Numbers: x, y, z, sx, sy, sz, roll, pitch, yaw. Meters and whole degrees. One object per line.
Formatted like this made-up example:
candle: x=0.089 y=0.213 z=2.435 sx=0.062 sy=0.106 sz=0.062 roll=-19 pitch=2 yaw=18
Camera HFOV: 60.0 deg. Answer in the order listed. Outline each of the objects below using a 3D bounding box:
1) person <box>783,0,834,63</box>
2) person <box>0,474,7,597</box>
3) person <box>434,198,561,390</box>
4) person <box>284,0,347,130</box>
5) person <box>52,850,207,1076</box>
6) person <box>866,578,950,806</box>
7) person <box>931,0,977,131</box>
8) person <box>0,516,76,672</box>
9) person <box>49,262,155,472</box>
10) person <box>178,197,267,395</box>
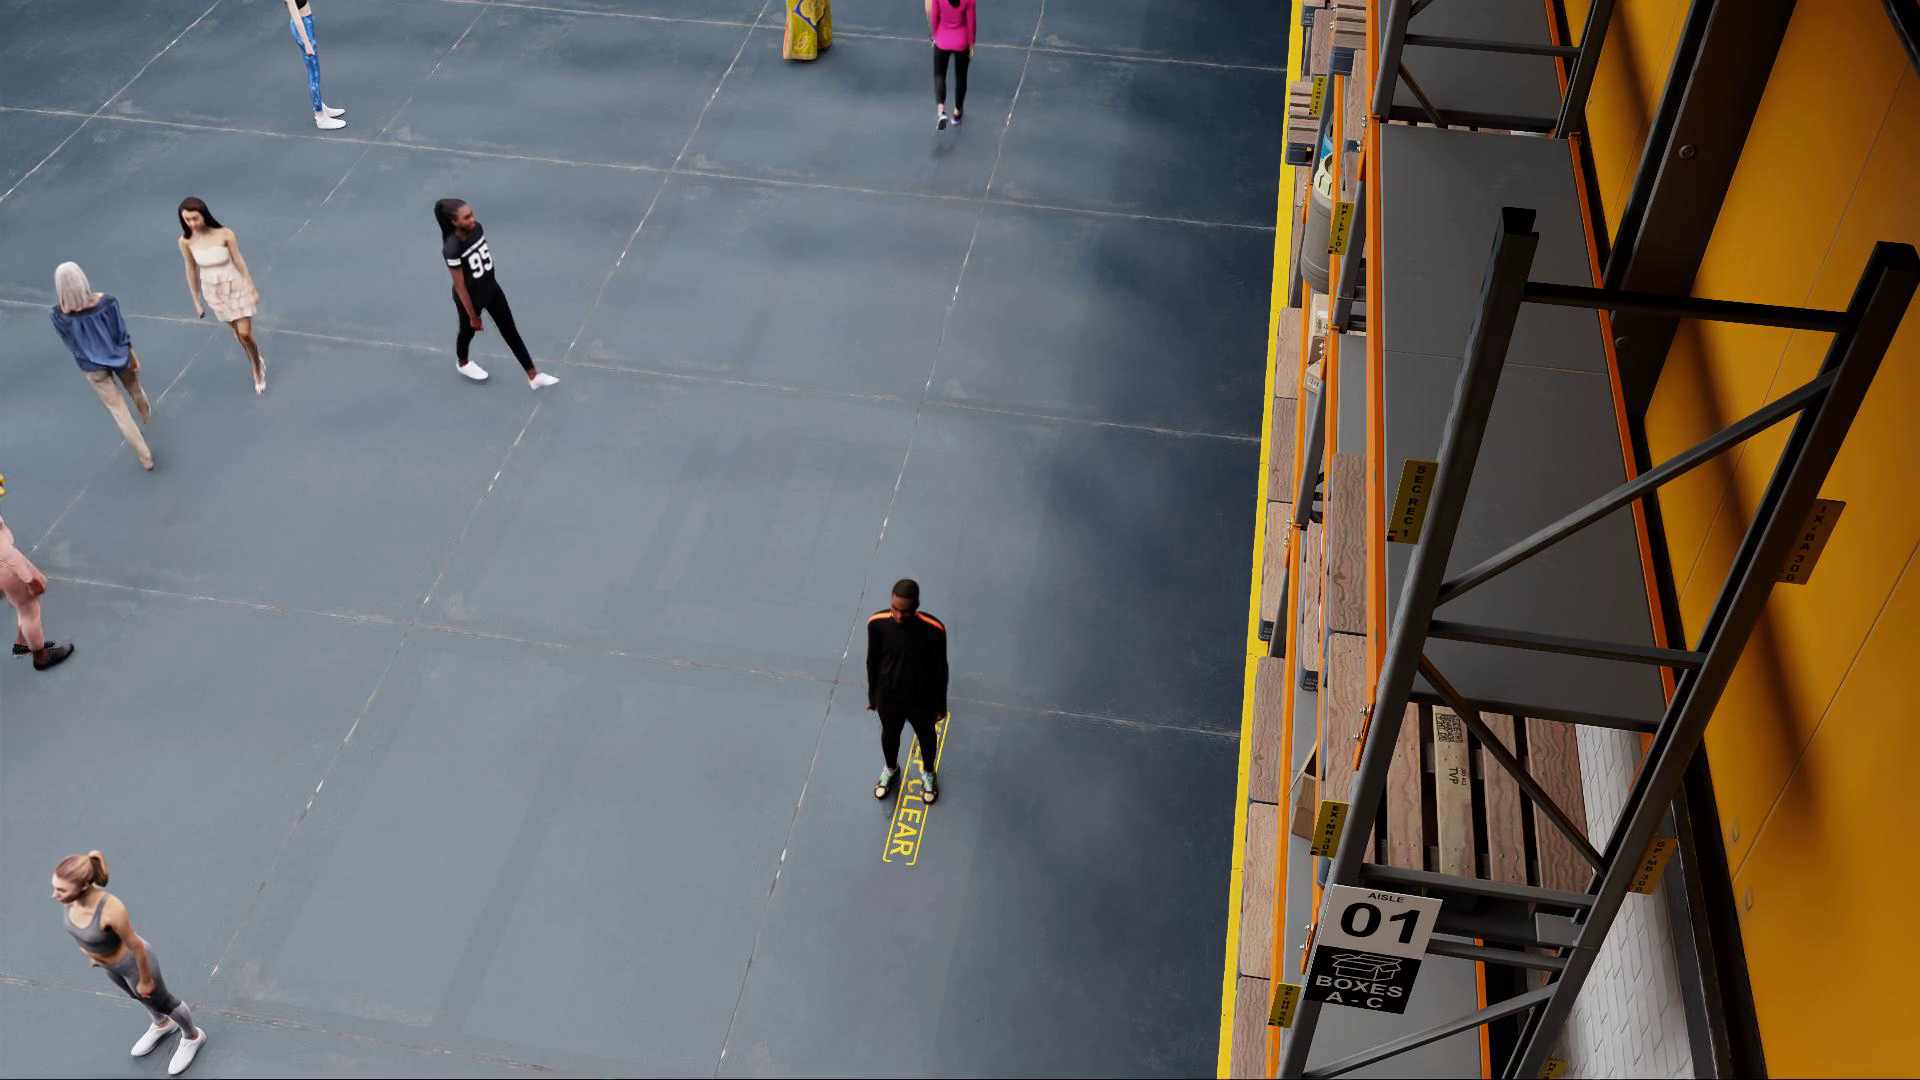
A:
person: x=-1.599 y=-5.675 z=16.826 sx=1.037 sy=1.660 sz=0.898 roll=25 pitch=49 yaw=24
person: x=-6.711 y=-0.281 z=11.164 sx=0.832 sy=1.651 sz=0.749 roll=15 pitch=46 yaw=15
person: x=-3.784 y=-1.868 z=12.807 sx=0.869 sy=1.681 sz=1.167 roll=16 pitch=46 yaw=16
person: x=-6.219 y=-4.786 z=15.803 sx=0.735 sy=1.785 sz=0.644 roll=-13 pitch=45 yaw=-13
person: x=-4.295 y=2.157 z=8.566 sx=0.629 sy=1.702 sz=0.631 roll=20 pitch=47 yaw=20
person: x=-0.303 y=0.884 z=9.827 sx=0.631 sy=1.808 sz=0.521 roll=6 pitch=44 yaw=6
person: x=-0.086 y=-4.640 z=15.719 sx=0.613 sy=1.689 sz=0.887 roll=4 pitch=44 yaw=5
person: x=-6.167 y=0.232 z=10.584 sx=0.776 sy=1.708 sz=0.806 roll=32 pitch=52 yaw=29
person: x=-6.212 y=-1.222 z=12.151 sx=1.016 sy=1.661 sz=1.112 roll=-23 pitch=48 yaw=-22
person: x=-5.640 y=-1.939 z=12.854 sx=0.685 sy=1.720 sz=0.716 roll=-6 pitch=44 yaw=-6
